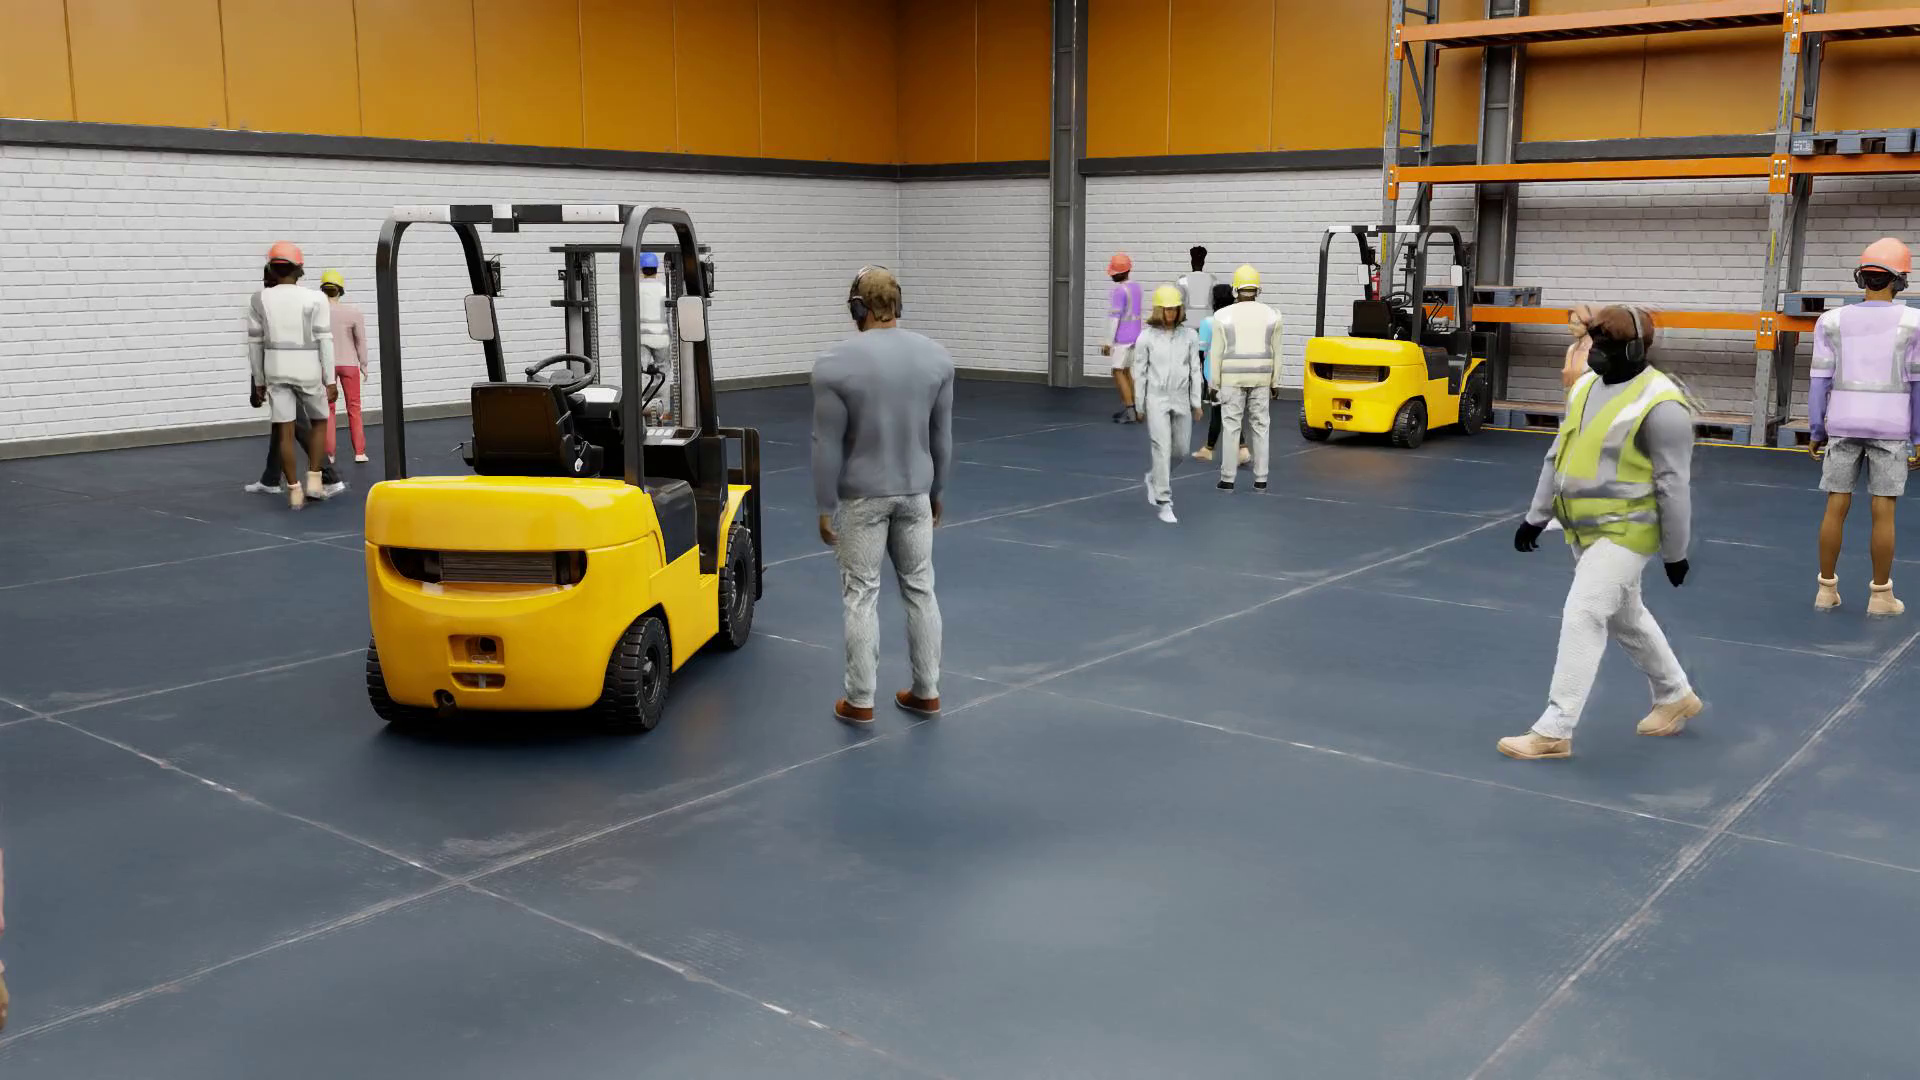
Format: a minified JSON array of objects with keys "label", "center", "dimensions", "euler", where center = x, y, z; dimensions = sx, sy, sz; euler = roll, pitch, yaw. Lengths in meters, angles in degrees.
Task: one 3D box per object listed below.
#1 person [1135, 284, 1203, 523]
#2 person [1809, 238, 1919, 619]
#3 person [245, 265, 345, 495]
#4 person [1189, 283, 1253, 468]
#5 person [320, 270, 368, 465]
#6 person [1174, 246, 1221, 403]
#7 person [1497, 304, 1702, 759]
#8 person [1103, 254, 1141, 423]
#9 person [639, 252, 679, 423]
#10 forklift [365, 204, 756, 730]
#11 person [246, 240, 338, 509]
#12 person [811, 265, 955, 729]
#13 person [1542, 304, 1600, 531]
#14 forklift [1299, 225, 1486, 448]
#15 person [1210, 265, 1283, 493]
[{"label":"person","center":[1.502,-1.018,12.233],"dimensions":[0.489,1.719,0.709],"euler":[-3,11,-18]},{"label":"person","center":[4.917,-0.598,9.003],"dimensions":[0.605,2.045,0.376],"euler":[9,14,42]},{"label":"person","center":[-5.324,-1.268,13.207],"dimensions":[0.984,1.877,0.606],"euler":[3,11,16]},{"label":"person","center":[2.403,-1.484,15.000],"dimensions":[0.529,1.653,0.886],"euler":[-7,13,-36]},{"label":"person","center":[-5.661,-1.564,15.124],"dimensions":[0.533,1.768,0.311],"euler":[-4,11,-21]},{"label":"person","center":[2.952,-2.682,20.766],"dimensions":[0.607,1.965,0.367],"euler":[-1,10,-3]},{"label":"person","center":[2.636,-0.036,6.596],"dimensions":[0.955,1.805,0.616],"euler":[-2,10,-9]},{"label":"person","center":[1.878,-2.253,18.620],"dimensions":[0.490,1.886,0.612],"euler":[6,12,31]},{"label":"person","center":[-3.400,-2.207,18.282],"dimensions":[0.623,1.918,0.880],"euler":[0,10,-1]},{"label":"forklift","center":[-1.766,-0.406,7.525],"dimensions":[1.214,2.155,2.313],"euler":[1,10,7]},{"label":"person","center":[-5.063,-1.254,12.683],"dimensions":[0.647,2.025,0.560],"euler":[-1,10,-7]},{"label":"person","center":[-0.320,-0.174,6.968],"dimensions":[0.632,1.933,0.365],"euler":[-5,11,-24]},{"label":"person","center":[4.468,-0.846,11.618],"dimensions":[0.773,1.604,0.514],"euler":[-2,10,-13]},{"label":"forklift","center":[4.449,-2.115,16.993],"dimensions":[1.214,2.155,2.313],"euler":[8,13,38]},{"label":"person","center":[2.296,-1.288,13.400],"dimensions":[0.589,1.837,0.404],"euler":[-1,10,-3]}]
